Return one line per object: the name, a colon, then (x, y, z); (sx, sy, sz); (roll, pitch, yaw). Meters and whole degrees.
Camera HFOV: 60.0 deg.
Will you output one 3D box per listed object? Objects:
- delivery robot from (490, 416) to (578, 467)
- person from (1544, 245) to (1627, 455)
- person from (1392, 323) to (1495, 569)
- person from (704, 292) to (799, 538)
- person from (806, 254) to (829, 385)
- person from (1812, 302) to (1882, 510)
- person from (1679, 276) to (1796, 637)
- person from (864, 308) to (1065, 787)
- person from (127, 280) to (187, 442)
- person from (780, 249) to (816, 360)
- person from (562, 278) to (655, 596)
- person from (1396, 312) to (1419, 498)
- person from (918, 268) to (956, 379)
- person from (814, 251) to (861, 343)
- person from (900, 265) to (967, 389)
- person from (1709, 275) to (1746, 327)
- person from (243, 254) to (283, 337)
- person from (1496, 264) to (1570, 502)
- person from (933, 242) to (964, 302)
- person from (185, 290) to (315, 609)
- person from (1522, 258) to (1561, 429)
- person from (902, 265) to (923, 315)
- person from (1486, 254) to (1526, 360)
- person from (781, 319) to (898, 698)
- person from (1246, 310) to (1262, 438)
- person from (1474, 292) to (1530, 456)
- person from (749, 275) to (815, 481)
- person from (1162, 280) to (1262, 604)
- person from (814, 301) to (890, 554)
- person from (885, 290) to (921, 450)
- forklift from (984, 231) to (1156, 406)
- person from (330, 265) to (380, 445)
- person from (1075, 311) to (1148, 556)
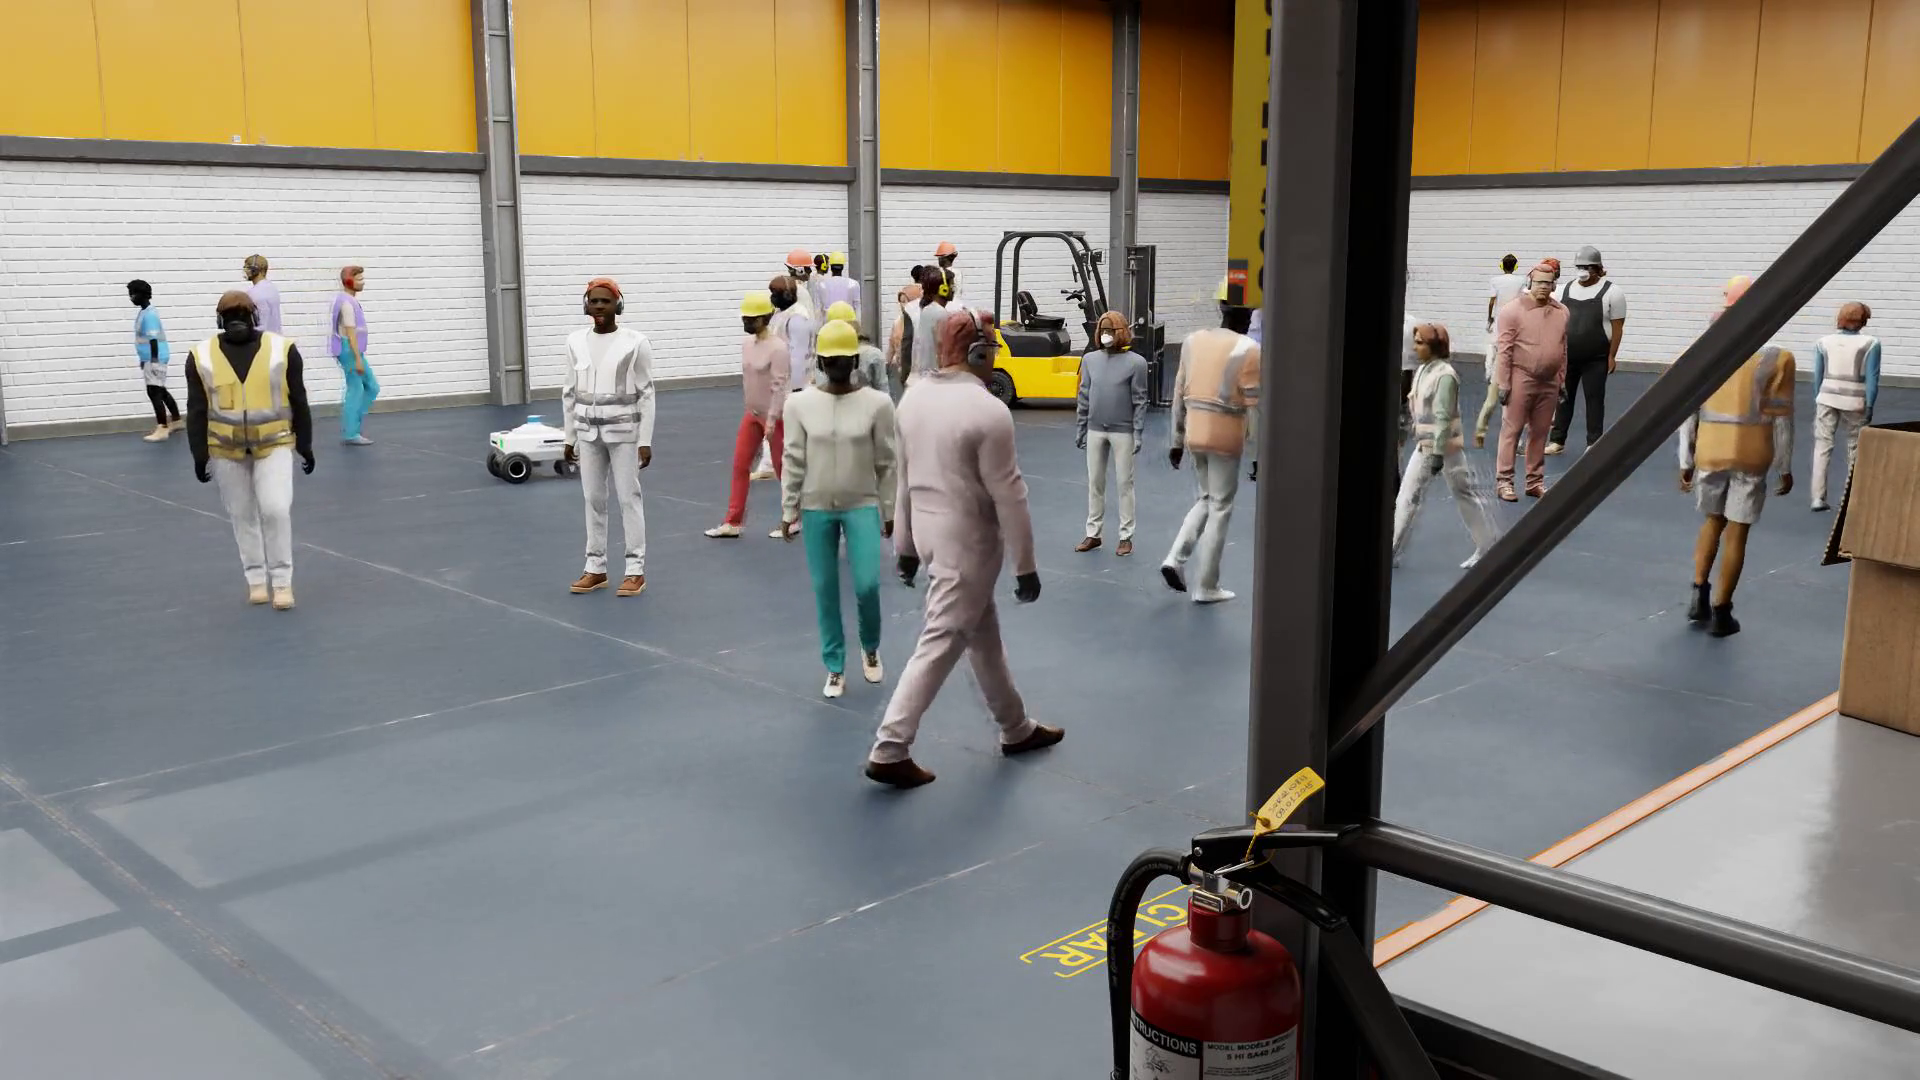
delivery robot: (-3.723, -0.846, 14.555); (0.707, 0.478, 0.477); (-6, 12, -30)
person: (5.986, -1.807, 15.999); (0.682, 2.000, 0.536); (9, 14, 40)
person: (3.040, -0.582, 10.558); (0.915, 1.584, 0.525); (-1, 10, -7)
person: (-1.430, -0.842, 11.560); (0.807, 1.732, 0.540); (-10, 14, -42)
person: (-1.976, -3.118, 23.615); (0.309, 1.868, 0.535); (-10, 14, -43)
person: (6.935, -1.042, 12.969); (0.791, 1.604, 0.531); (-8, 13, -36)
person: (4.161, -0.439, 8.886); (0.497, 1.921, 0.547); (-9, 14, -41)
person: (0.021, 0.026, 6.526); (1.013, 1.858, 0.664); (-6, 12, -31)
person: (-8.398, -1.885, 17.421); (0.482, 1.674, 0.722); (-6, 12, -28)
person: (-1.610, -1.913, 16.704); (0.377, 1.995, 0.608); (-5, 12, -27)
person: (-2.093, -0.606, 9.875); (0.584, 1.884, 0.348); (3, 11, 16)
person: (2.905, -0.921, 11.415); (0.417, 1.954, 0.614); (-4, 11, -19)
person: (-0.074, -1.354, 14.047); (0.768, 1.846, 0.555); (-5, 12, -25)
person: (-1.552, -2.689, 21.120); (0.595, 1.923, 0.377); (-1, 10, -5)
person: (-0.252, -1.504, 14.816); (0.590, 1.858, 1.049); (5, 12, 27)
person: (7.105, -1.544, 15.313); (0.533, 1.768, 0.310); (-4, 11, -20)
person: (-7.200, -1.981, 17.226); (0.370, 1.940, 0.627); (-2, 11, -10)
person: (4.624, -1.258, 13.383); (0.643, 1.905, 0.399); (-3, 11, -16)
person: (-0.185, -2.970, 22.332); (0.374, 2.042, 0.615); (5, 11, 24)
person: (-4.033, -0.496, 9.451); (0.660, 1.818, 0.693); (-3, 11, -17)
person: (6.477, -2.171, 18.409); (0.587, 1.882, 0.342); (9, 14, 40)
person: (-0.619, -3.231, 24.724); (0.532, 1.694, 0.320); (4, 11, 22)
person: (7.683, -3.080, 23.408); (0.532, 1.869, 0.311); (2, 11, 11)
person: (-0.556, -0.136, 7.667); (0.533, 1.755, 0.360); (0, 10, 2)
person: (3.038, -2.004, 17.414); (0.557, 1.922, 0.418); (9, 14, 42)
person: (5.368, -1.651, 16.361); (0.583, 1.586, 0.829); (-2, 11, -10)
person: (-1.396, -1.394, 14.424); (0.907, 1.805, 0.627); (-4, 11, -19)
person: (1.495, -0.561, 9.596); (0.538, 1.895, 0.621); (-8, 13, -37)
person: (-0.738, -0.756, 11.184); (0.502, 1.699, 0.838); (2, 11, 10)
person: (-0.545, -1.651, 16.362); (0.854, 1.597, 0.520); (-8, 13, -37)
forklift: (1.222, -2.721, 20.561); (2.313, 2.155, 1.214); (2, 11, 13)
person: (-6.139, -1.863, 16.869); (0.460, 1.827, 0.605); (-3, 11, -17)
person: (1.009, -0.714, 11.150); (0.500, 1.633, 0.285); (6, 12, 28)
